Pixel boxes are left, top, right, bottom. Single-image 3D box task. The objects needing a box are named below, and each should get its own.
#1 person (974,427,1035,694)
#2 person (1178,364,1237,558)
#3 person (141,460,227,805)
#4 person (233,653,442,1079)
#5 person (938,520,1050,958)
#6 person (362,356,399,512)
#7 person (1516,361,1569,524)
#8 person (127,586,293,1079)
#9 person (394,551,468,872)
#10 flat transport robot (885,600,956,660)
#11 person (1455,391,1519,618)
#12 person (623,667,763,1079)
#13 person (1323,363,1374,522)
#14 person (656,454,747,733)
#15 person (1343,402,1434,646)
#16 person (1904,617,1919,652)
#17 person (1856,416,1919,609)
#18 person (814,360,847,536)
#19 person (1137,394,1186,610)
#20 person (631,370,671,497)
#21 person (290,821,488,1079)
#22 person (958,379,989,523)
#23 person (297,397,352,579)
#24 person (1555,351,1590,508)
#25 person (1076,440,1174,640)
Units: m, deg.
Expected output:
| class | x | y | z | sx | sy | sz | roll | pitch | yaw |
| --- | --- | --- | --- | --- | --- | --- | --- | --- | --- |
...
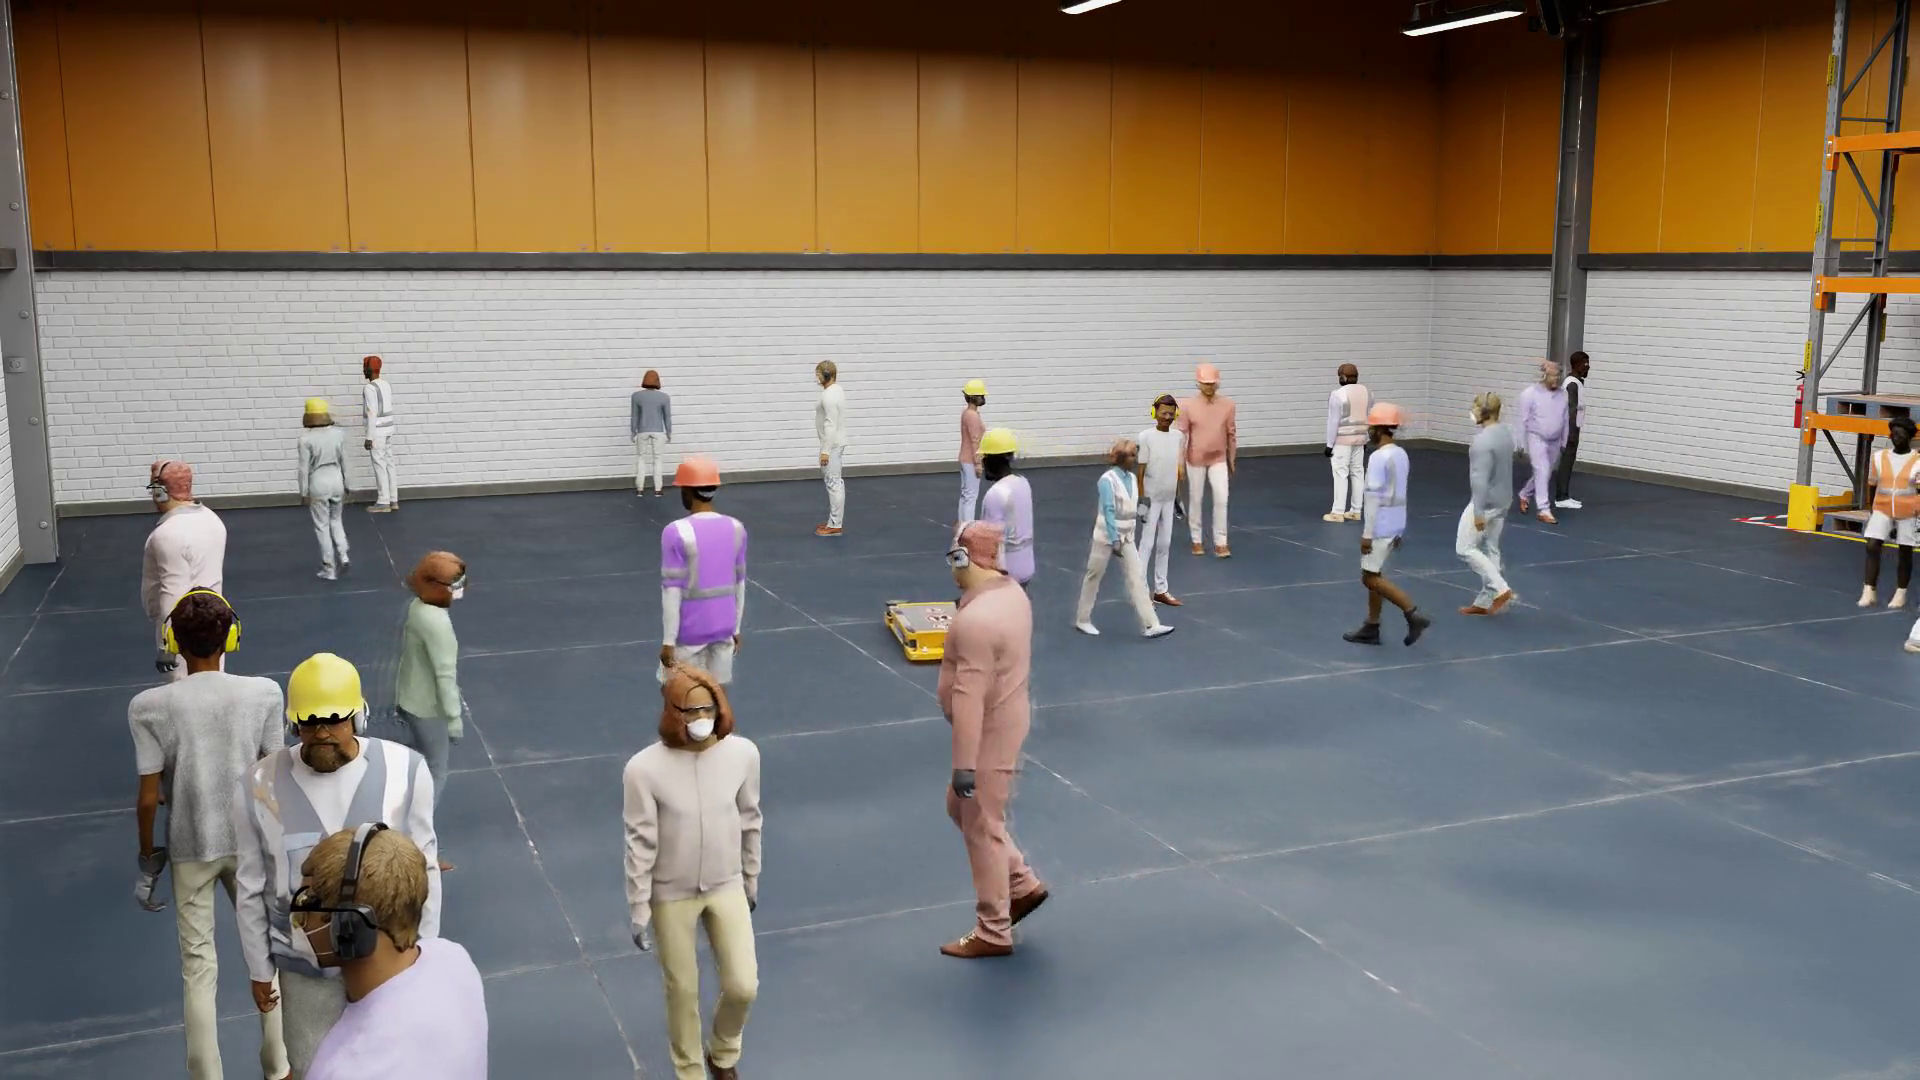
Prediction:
| class | x | y | z | sx | sy | sz | roll | pitch | yaw |
| --- | --- | --- | --- | --- | --- | --- | --- | --- | --- |
| person | 0.276 | 0.212 | 10.967 | 0.427 | 1.911 | 0.600 | 5 | 11 | 28 |
| person | 2.514 | -0.784 | 16.824 | 0.646 | 1.958 | 0.875 | 0 | 9 | -2 |
| person | -4.287 | 0.506 | 9.191 | 0.403 | 1.904 | 0.652 | 0 | 9 | -2 |
| person | -1.880 | 1.229 | 5.069 | 0.586 | 1.824 | 0.404 | -3 | 10 | -19 |
| person | 0.089 | 0.854 | 7.168 | 0.436 | 1.877 | 0.729 | 2 | 10 | 14 |
| person | -7.005 | -1.273 | 20.038 | 0.337 | 1.879 | 0.583 | 1 | 9 | 6 |
| person | 6.789 | -1.163 | 19.439 | 0.645 | 1.870 | 0.897 | -3 | 10 | -18 |
| person | -2.583 | 1.086 | 5.778 | 0.538 | 1.869 | 0.313 | -6 | 11 | -33 |
| person | -2.575 | 0.837 | 8.102 | 0.411 | 1.599 | 0.541 | -5 | 11 | -28 |
| flat transport robot | -0.172 | 0.687 | 13.028 | 0.652 | 0.197 | 1.431 | -2 | 9 | -10 |
| person | 4.418 | -0.275 | 13.869 | 0.481 | 1.927 | 0.639 | 8 | 12 | 40 |
| person | -0.896 | 1.227 | 5.682 | 0.511 | 1.615 | 0.376 | -4 | 10 | -24 |
| person | 4.476 | -1.126 | 19.277 | 0.626 | 1.842 | 0.429 | -5 | 11 | -30 |
| person | -1.440 | 0.483 | 9.261 | 0.575 | 1.924 | 0.416 | -9 | 13 | -44 |
| person | 3.318 | -0.099 | 12.814 | 0.653 | 1.918 | 0.557 | 6 | 11 | 33 |
| person | 7.506 | 0.035 | 12.272 | 0.586 | 1.836 | 0.982 | -7 | 12 | -38 |
| person | 8.001 | -0.213 | 14.244 | 0.537 | 1.676 | 0.629 | 9 | 13 | 44 |
| person | -1.430 | -1.007 | 18.263 | 0.373 | 1.937 | 0.629 | 0 | 9 | 2 |
| person | 1.742 | -0.332 | 14.395 | 0.519 | 1.865 | 0.331 | -6 | 11 | -34 |
| person | -3.967 | -1.363 | 21.358 | 0.508 | 1.628 | 0.293 | -1 | 9 | -5 |
| person | -1.070 | 1.477 | 3.203 | 0.378 | 1.940 | 0.628 | -1 | 9 | -3 |
| person | 0.145 | -0.810 | 17.580 | 0.318 | 1.769 | 0.522 | -2 | 10 | -11 |
| person | -6.027 | -0.490 | 15.743 | 0.372 | 1.729 | 0.513 | 8 | 12 | 39 |
| person | 7.506 | -1.358 | 20.444 | 0.371 | 1.916 | 0.597 | 3 | 10 | 20 |
| person | 1.277 | 0.007 | 13.165 | 0.901 | 1.583 | 0.517 | 9 | 13 | 43 |
